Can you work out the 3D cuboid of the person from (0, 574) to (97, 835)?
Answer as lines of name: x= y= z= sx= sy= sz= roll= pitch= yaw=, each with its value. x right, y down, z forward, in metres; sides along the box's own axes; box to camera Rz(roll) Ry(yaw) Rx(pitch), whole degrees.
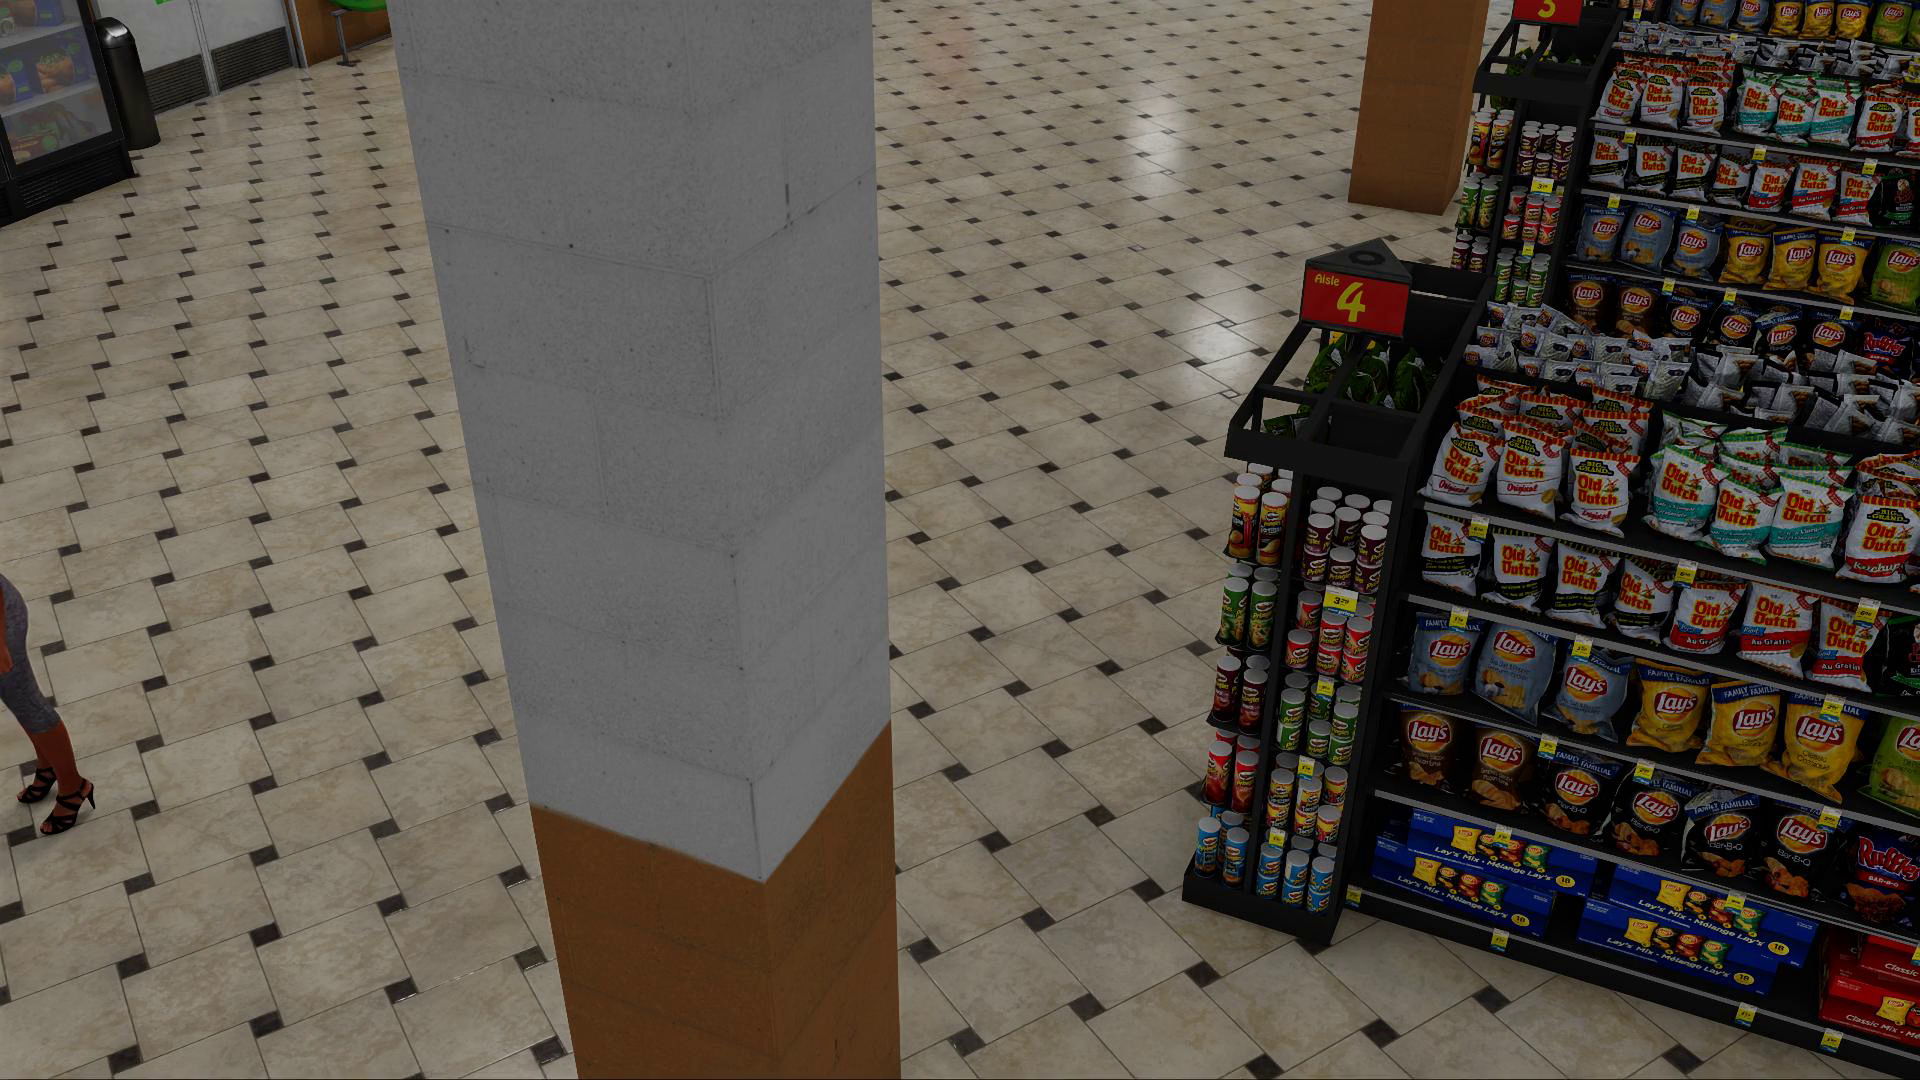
person: x=-3.557 y=0.307 z=6.116 sx=0.718 sy=1.781 sz=0.590 roll=-24 pitch=39 yaw=-33
